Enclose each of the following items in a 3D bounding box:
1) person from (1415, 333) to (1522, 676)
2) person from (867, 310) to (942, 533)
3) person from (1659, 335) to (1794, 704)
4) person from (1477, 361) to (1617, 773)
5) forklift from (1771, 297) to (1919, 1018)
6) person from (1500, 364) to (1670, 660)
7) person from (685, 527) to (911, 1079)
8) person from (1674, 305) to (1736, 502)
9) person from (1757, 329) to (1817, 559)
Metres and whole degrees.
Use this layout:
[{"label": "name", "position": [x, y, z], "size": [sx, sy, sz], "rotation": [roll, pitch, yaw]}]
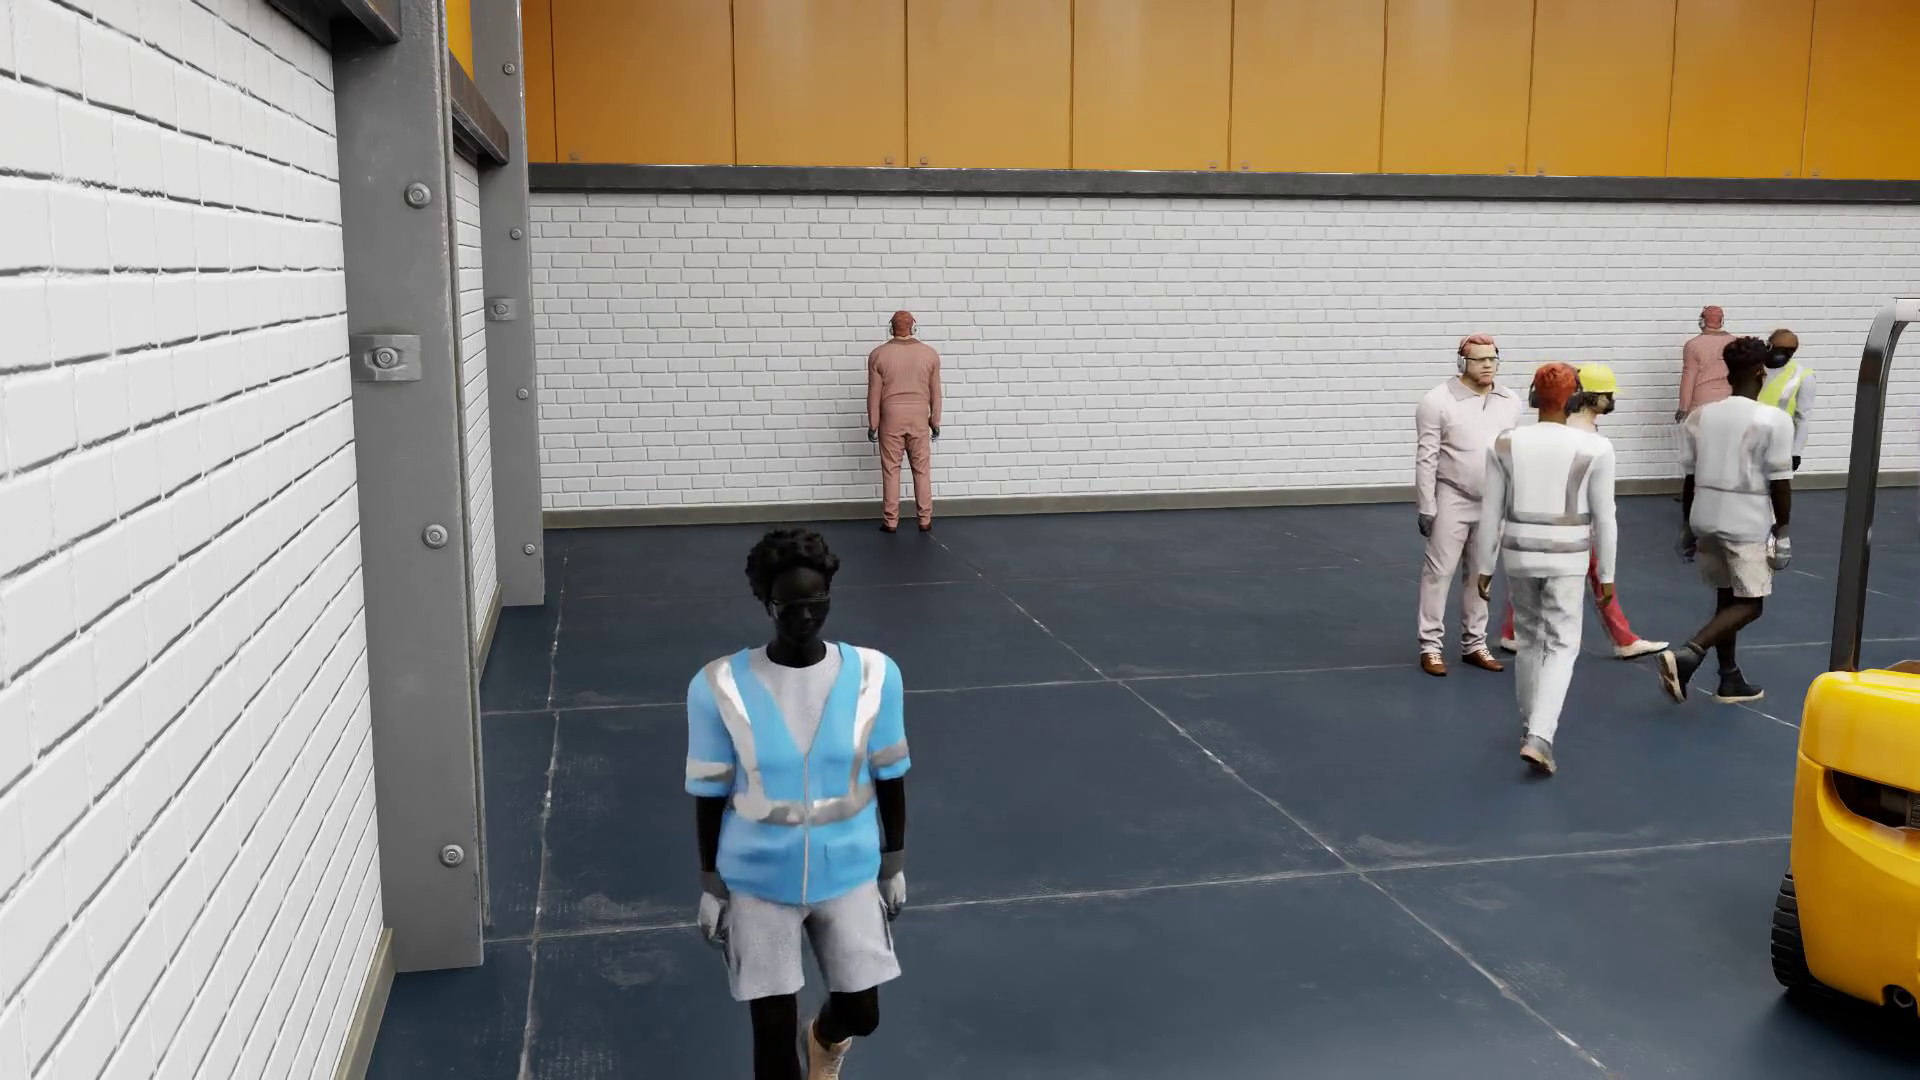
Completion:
[{"label": "person", "position": [2.851, -0.196, 9.280], "size": [0.642, 1.909, 0.399], "rotation": [-2, 10, -15]}, {"label": "person", "position": [-0.482, -1.010, 14.245], "size": [0.651, 1.904, 0.403], "rotation": [-2, 10, -12]}, {"label": "person", "position": [3.888, -0.073, 8.484], "size": [0.763, 1.931, 0.604], "rotation": [-4, 10, -23]}, {"label": "person", "position": [2.667, 0.109, 7.589], "size": [0.599, 1.865, 0.783], "rotation": [6, 11, 34]}, {"label": "forklift", "position": [3.542, 0.334, 5.177], "size": [2.313, 2.155, 1.214], "rotation": [-9, 13, -43]}, {"label": "person", "position": [3.582, -0.145, 9.527], "size": [0.914, 1.708, 0.545], "rotation": [4, 10, 23]}, {"label": "person", "position": [-0.390, 0.784, 3.995], "size": [0.538, 1.681, 0.572], "rotation": [-2, 10, -13]}, {"label": "person", "position": [7.175, -1.296, 15.994], "size": [0.651, 1.904, 0.403], "rotation": [-2, 10, -12]}, {"label": "person", "position": [6.219, -0.737, 12.905], "size": [0.470, 1.803, 0.744], "rotation": [-7, 12, -36]}]
